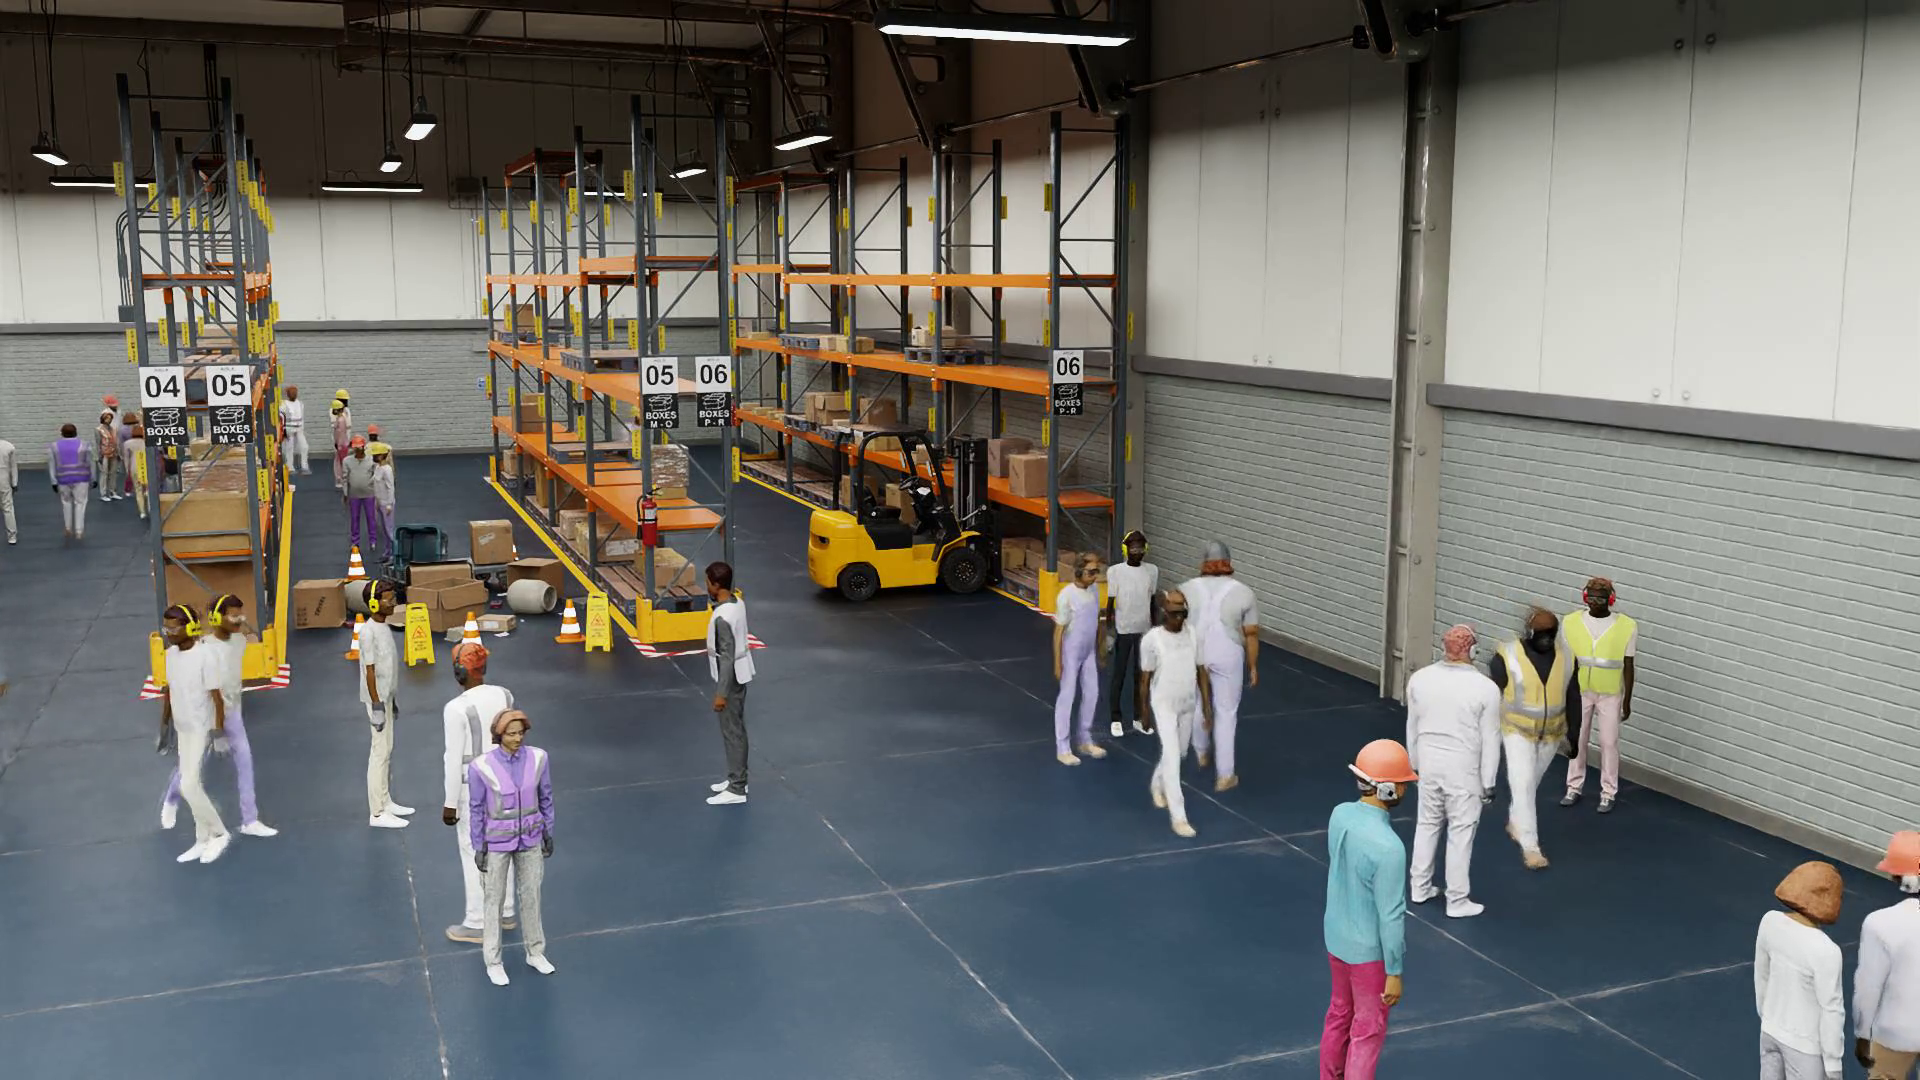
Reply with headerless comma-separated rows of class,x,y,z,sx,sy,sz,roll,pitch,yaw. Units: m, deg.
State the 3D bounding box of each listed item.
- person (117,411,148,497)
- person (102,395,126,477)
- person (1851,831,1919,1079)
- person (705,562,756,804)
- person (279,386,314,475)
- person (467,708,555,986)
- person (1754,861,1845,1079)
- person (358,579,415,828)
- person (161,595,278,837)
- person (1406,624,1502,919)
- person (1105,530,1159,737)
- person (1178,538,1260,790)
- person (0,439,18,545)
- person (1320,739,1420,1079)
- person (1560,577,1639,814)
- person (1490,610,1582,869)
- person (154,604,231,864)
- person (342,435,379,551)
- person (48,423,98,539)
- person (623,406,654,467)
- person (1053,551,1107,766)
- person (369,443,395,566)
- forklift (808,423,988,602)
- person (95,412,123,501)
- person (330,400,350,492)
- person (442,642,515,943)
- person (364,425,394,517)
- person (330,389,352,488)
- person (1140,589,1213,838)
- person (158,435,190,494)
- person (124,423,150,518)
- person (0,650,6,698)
person,-15.413,-1.594,31.024,0.518,1.618,0.602,-6,11,-33
person,-17.316,-2.119,34.004,0.527,1.708,0.583,2,9,12
person,4.223,2.118,7.302,0.659,1.725,0.513,1,9,5
person,-1.809,1.113,13.043,0.392,1.914,0.587,0,9,1
person,-13.676,-2.236,34.297,0.779,1.853,0.597,5,10,30
person,-2.621,1.779,9.744,0.514,1.632,0.312,-7,12,-38
person,3.637,2.179,7.211,0.279,1.633,0.498,-2,9,-10
person,-4.331,1.219,12.512,0.329,1.872,0.508,-1,9,-8
person,-5.538,1.284,12.262,0.939,1.828,0.552,4,10,25
person,3.193,1.485,10.773,0.650,1.899,0.394,9,13,44
person,1.558,0.834,14.942,0.533,1.866,0.315,-3,9,-17
person,2.117,0.944,13.708,0.726,2.000,1.042,3,10,20
person,-14.763,-0.850,25.418,0.403,1.906,0.651,8,12,41
person,1.935,1.906,7.843,0.406,1.987,0.608,-2,9,-15
person,4.915,1.184,12.852,0.560,1.837,0.389,6,11,32
person,4.093,1.372,11.837,0.629,1.783,0.980,-1,9,-4
person,-5.423,1.361,11.679,0.546,1.850,0.401,6,11,33
person,-8.993,-0.706,24.988,0.560,1.752,0.324,-2,9,-11
person,-13.988,-0.944,26.300,0.640,1.810,0.827,-3,9,-17
person,-5.749,-1.513,29.855,0.623,1.818,0.419,-8,12,-42
person,1.017,0.988,14.098,0.383,1.837,0.606,8,12,39
person,-8.230,-0.508,23.712,0.319,1.766,0.534,-7,11,-37
forklift,-0.830,-0.399,21.676,2.313,2.155,1.214,-4,10,-21
person,-15.647,-1.532,30.558,0.312,1.636,0.518,2,9,14
person,-11.860,-1.797,31.839,0.333,1.765,0.528,-4,10,-21
person,-2.997,1.557,10.376,0.361,1.879,0.582,4,10,22
person,-9.558,-1.036,27.229,0.571,1.709,0.916,-5,10,-27
person,-12.021,-1.972,32.410,0.381,1.928,0.587,1,9,9
person,1.583,1.245,12.532,0.513,1.818,0.886,-4,10,-21
person,-12.530,-1.118,26.678,0.614,2.040,0.390,4,10,22
person,-14.004,-1.188,28.450,0.510,1.614,0.558,-4,10,-22
person,-7.972,1.113,13.089,0.652,1.900,0.908,2,9,15
